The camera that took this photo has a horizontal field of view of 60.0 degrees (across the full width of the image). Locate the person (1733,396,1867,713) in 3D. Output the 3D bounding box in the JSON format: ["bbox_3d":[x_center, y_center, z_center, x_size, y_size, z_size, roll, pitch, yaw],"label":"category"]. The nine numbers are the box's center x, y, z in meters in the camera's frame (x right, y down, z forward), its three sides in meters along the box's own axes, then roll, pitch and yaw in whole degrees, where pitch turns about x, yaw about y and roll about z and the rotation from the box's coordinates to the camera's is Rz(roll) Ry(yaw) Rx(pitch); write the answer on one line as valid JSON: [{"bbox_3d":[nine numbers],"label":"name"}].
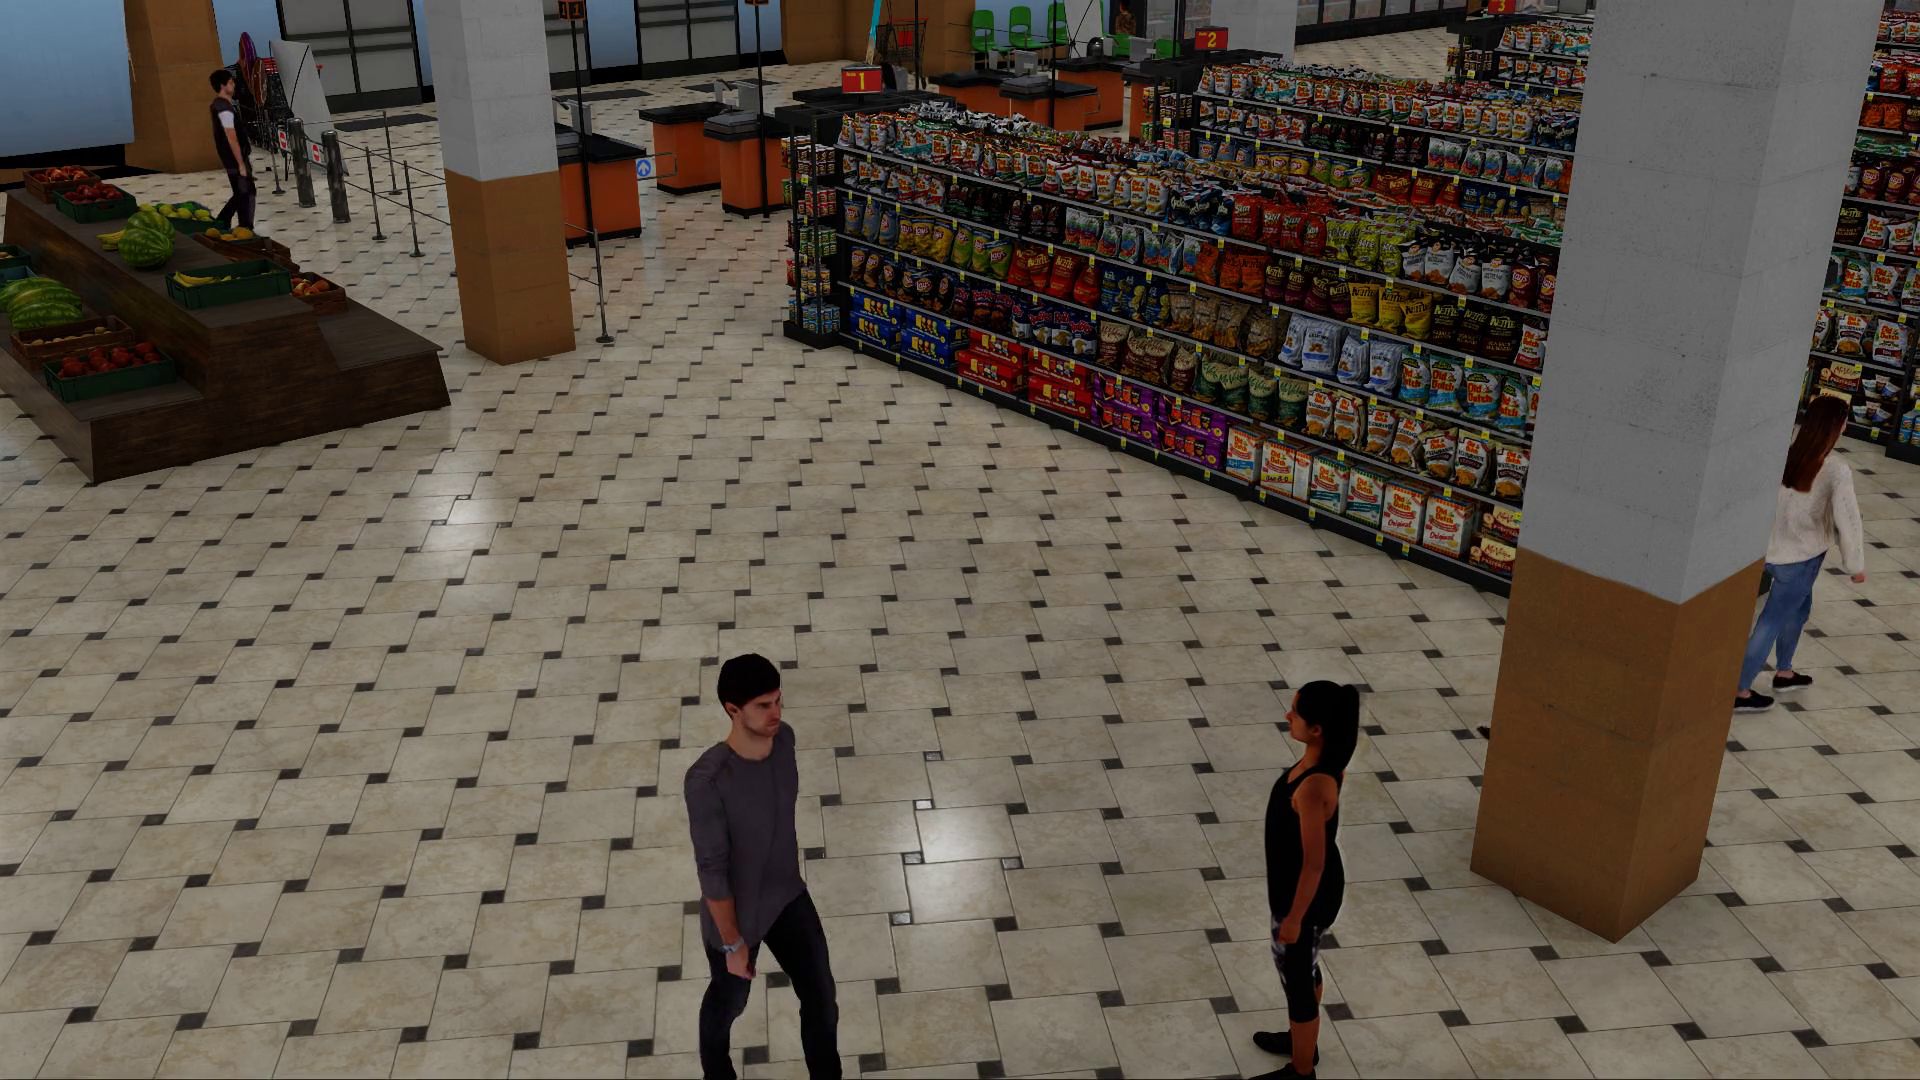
[{"bbox_3d":[4.099,0.108,8.337,0.906,1.671,0.869,-3,24,-7],"label":"person"}]

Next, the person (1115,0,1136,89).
[{"bbox_3d":[2.752,-8.310,27.846,0.597,1.454,0.591,-14,27,-29],"label":"person"}]

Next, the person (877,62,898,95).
[{"bbox_3d":[-0.768,-4.428,18.634,0.841,1.727,1.154,-13,27,-27],"label":"person"}]

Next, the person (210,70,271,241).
[{"bbox_3d":[-7.723,-3.992,17.501,0.799,1.835,0.754,-13,27,-27],"label":"person"}]

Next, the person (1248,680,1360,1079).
[{"bbox_3d":[1.209,1.216,5.815,0.684,1.663,0.660,6,24,13],"label":"person"}]

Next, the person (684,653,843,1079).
[{"bbox_3d":[-0.769,1.200,5.648,0.978,1.826,0.786,19,30,36],"label":"person"}]

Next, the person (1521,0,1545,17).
[{"bbox_3d":[10.308,-9.431,30.075,0.676,1.721,0.459,-21,31,-39],"label":"person"}]
